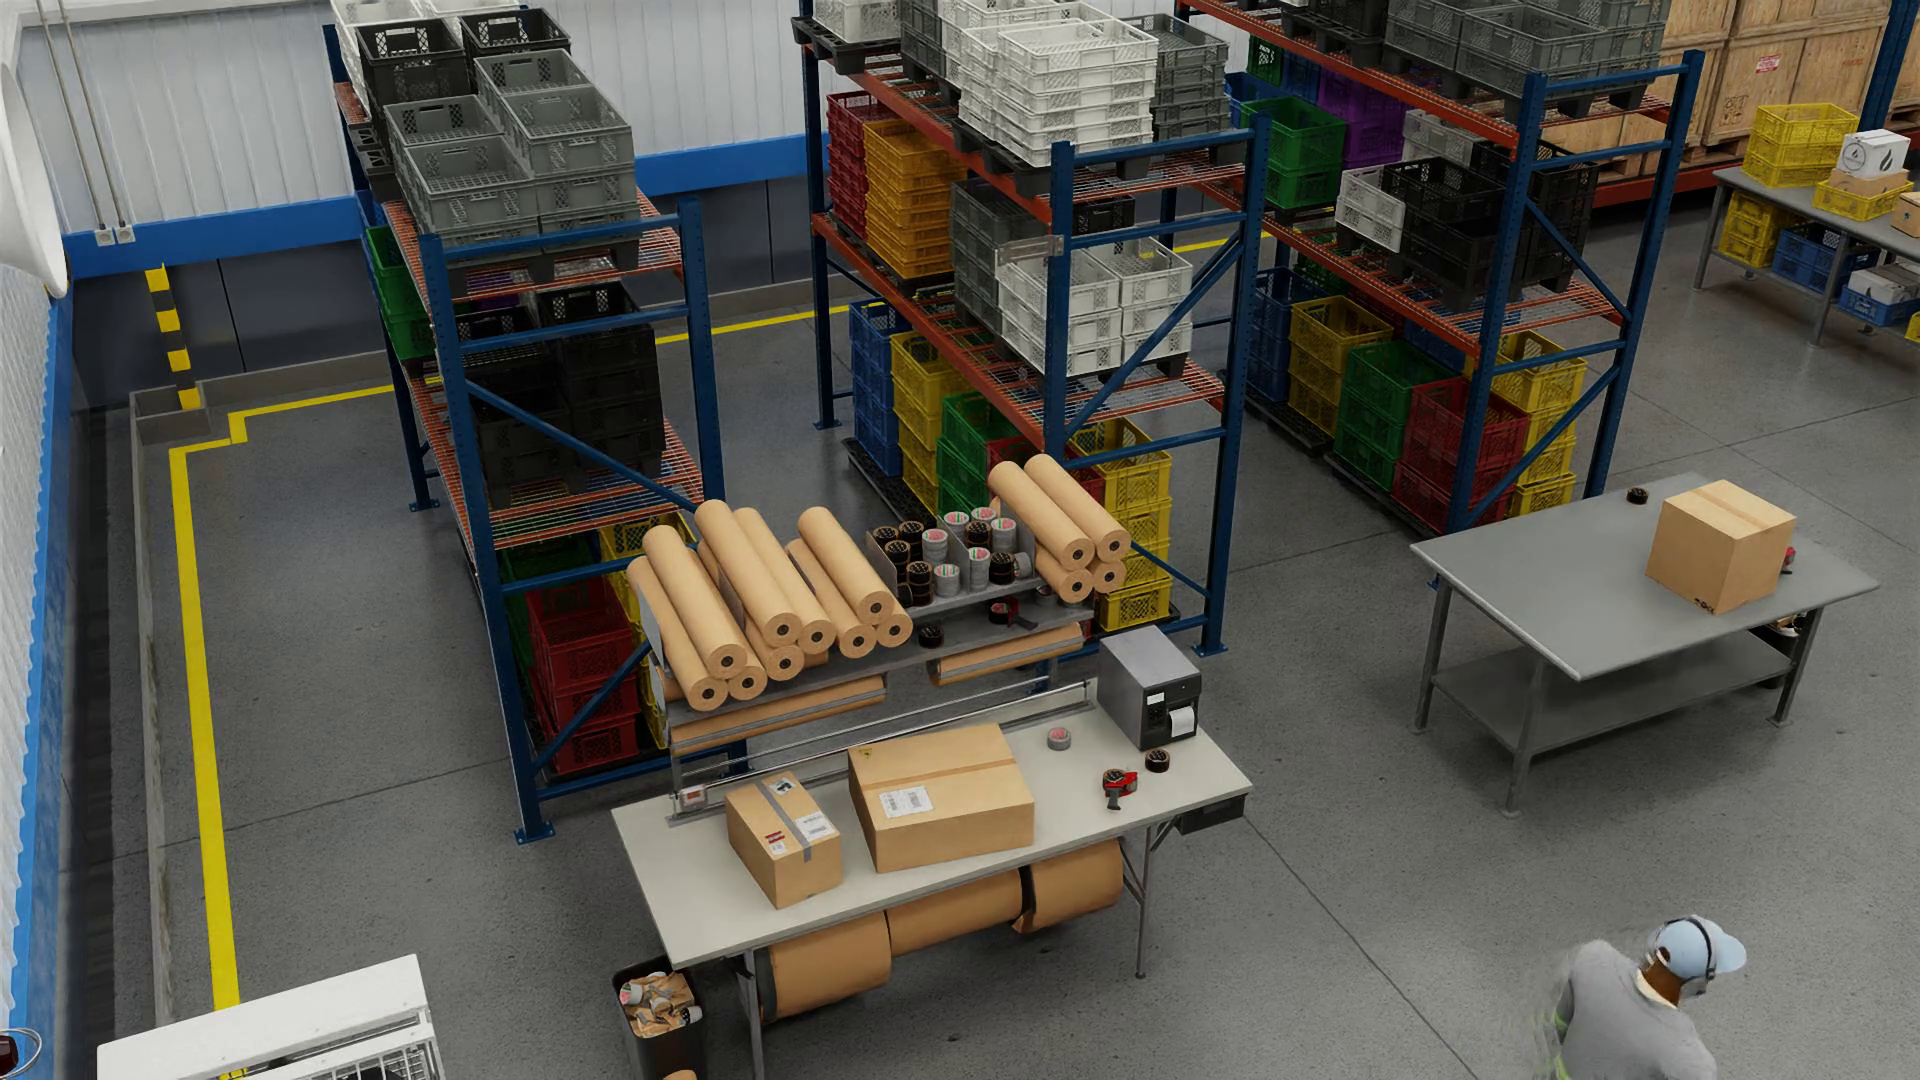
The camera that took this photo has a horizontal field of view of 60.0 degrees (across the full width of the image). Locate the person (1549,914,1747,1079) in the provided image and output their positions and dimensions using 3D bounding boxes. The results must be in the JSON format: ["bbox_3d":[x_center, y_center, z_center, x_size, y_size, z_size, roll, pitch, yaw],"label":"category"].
[{"bbox_3d":[2.002,1.932,5.384,0.874,1.796,0.606,-16,35,-24],"label":"person"}]
